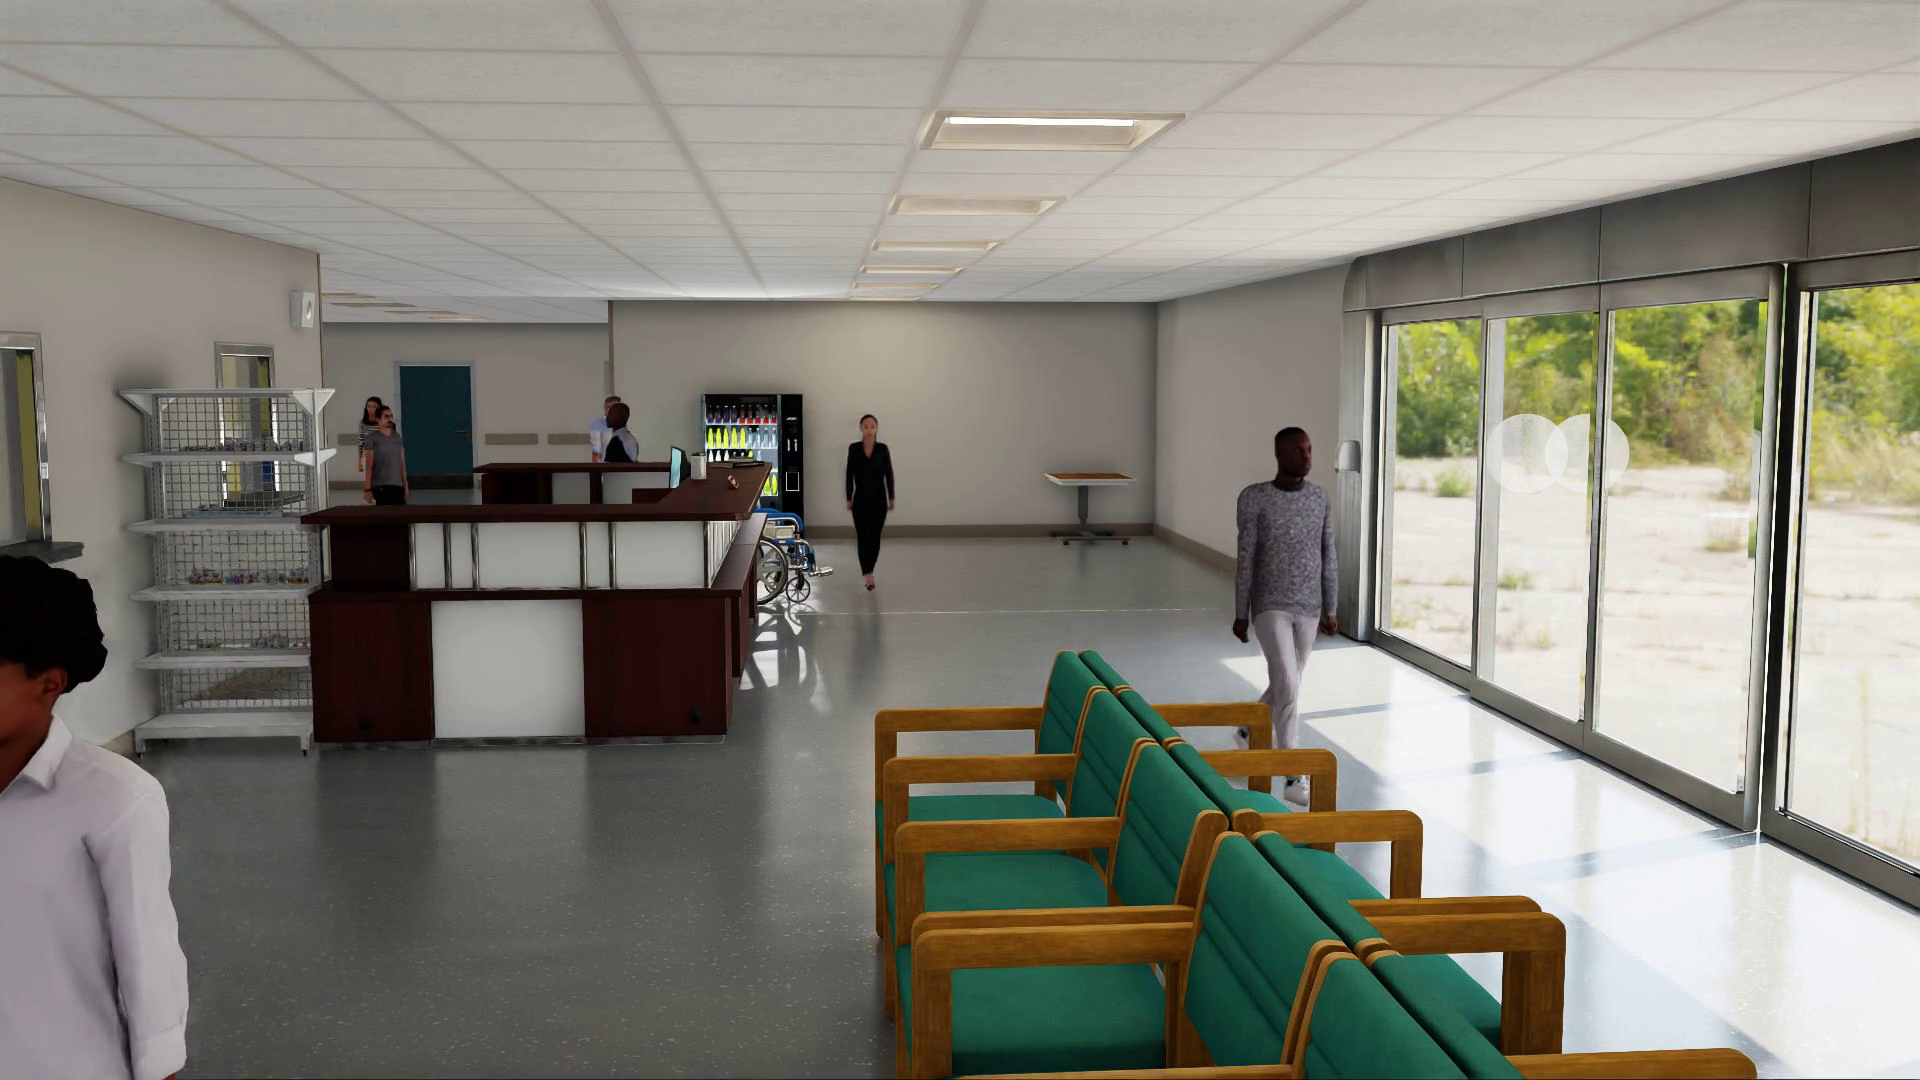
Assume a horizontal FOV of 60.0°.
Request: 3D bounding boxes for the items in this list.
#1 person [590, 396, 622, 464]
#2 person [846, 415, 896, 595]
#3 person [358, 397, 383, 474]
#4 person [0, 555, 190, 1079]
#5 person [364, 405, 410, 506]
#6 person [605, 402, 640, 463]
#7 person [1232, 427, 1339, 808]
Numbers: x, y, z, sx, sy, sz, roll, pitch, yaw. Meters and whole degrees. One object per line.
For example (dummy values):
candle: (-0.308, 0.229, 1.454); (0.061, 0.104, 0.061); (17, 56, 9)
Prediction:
person: (-4.336, -0.810, 20.120); (1.288, 1.767, 1.201); (5, 7, 38)
person: (-0.862, -0.311, 15.721); (1.031, 1.654, 0.721); (-1, 6, -11)
person: (-7.815, -1.025, 22.384); (0.913, 1.743, 0.714); (0, 6, 0)
person: (-1.523, 0.915, 2.819); (0.635, 1.798, 0.765); (1, 6, 10)
person: (-6.136, -0.539, 17.648); (1.218, 1.722, 1.019); (3, 6, 27)
person: (-3.075, -0.373, 15.634); (1.276, 1.795, 0.947); (-2, 6, -23)
person: (1.571, 0.362, 8.265); (1.178, 1.808, 0.980); (-2, 6, -22)
